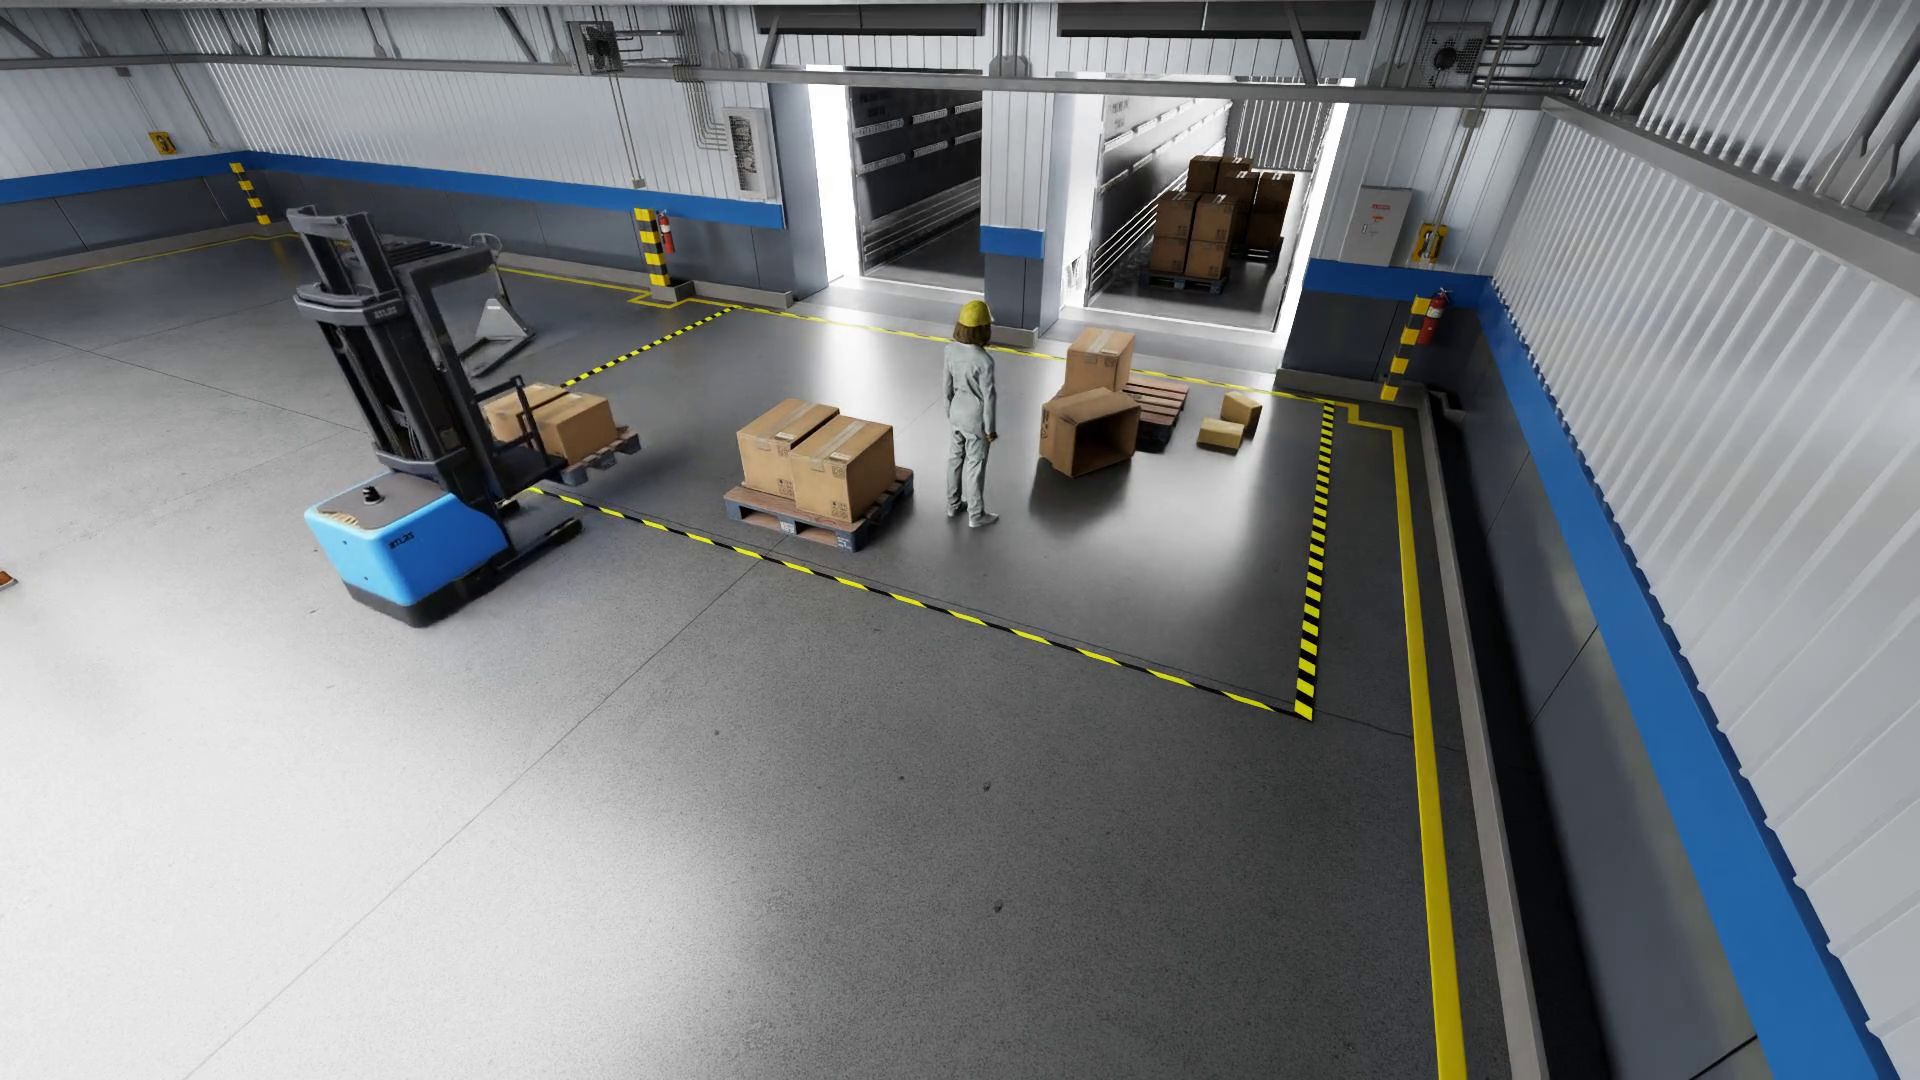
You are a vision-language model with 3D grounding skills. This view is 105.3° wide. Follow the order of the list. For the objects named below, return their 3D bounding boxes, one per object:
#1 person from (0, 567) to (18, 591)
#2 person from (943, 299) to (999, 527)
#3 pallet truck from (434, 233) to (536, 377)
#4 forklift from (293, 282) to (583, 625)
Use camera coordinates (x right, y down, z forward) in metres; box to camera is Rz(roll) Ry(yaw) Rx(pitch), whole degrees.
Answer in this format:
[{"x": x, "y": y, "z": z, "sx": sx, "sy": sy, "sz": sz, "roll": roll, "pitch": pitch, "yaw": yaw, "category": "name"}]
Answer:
[{"x": -6.920, "y": -0.433, "z": 4.617, "sx": 0.611, "sy": 1.945, "sz": 0.404, "roll": 16, "pitch": 39, "yaw": 22, "category": "person"}, {"x": 0.091, "y": -0.913, "z": 5.466, "sx": 0.319, "sy": 1.742, "sz": 0.492, "roll": -29, "pitch": 45, "yaw": -34, "category": "person"}, {"x": -5.664, "y": -2.712, "z": 8.427, "sx": 0.680, "sy": 1.201, "sz": 1.601, "roll": 0, "pitch": 35, "yaw": -1, "category": "pallet truck"}, {"x": -3.664, "y": -0.530, "z": 4.673, "sx": 0.716, "sy": 2.013, "sz": 0.776, "roll": 15, "pitch": 38, "yaw": 20, "category": "forklift"}]
